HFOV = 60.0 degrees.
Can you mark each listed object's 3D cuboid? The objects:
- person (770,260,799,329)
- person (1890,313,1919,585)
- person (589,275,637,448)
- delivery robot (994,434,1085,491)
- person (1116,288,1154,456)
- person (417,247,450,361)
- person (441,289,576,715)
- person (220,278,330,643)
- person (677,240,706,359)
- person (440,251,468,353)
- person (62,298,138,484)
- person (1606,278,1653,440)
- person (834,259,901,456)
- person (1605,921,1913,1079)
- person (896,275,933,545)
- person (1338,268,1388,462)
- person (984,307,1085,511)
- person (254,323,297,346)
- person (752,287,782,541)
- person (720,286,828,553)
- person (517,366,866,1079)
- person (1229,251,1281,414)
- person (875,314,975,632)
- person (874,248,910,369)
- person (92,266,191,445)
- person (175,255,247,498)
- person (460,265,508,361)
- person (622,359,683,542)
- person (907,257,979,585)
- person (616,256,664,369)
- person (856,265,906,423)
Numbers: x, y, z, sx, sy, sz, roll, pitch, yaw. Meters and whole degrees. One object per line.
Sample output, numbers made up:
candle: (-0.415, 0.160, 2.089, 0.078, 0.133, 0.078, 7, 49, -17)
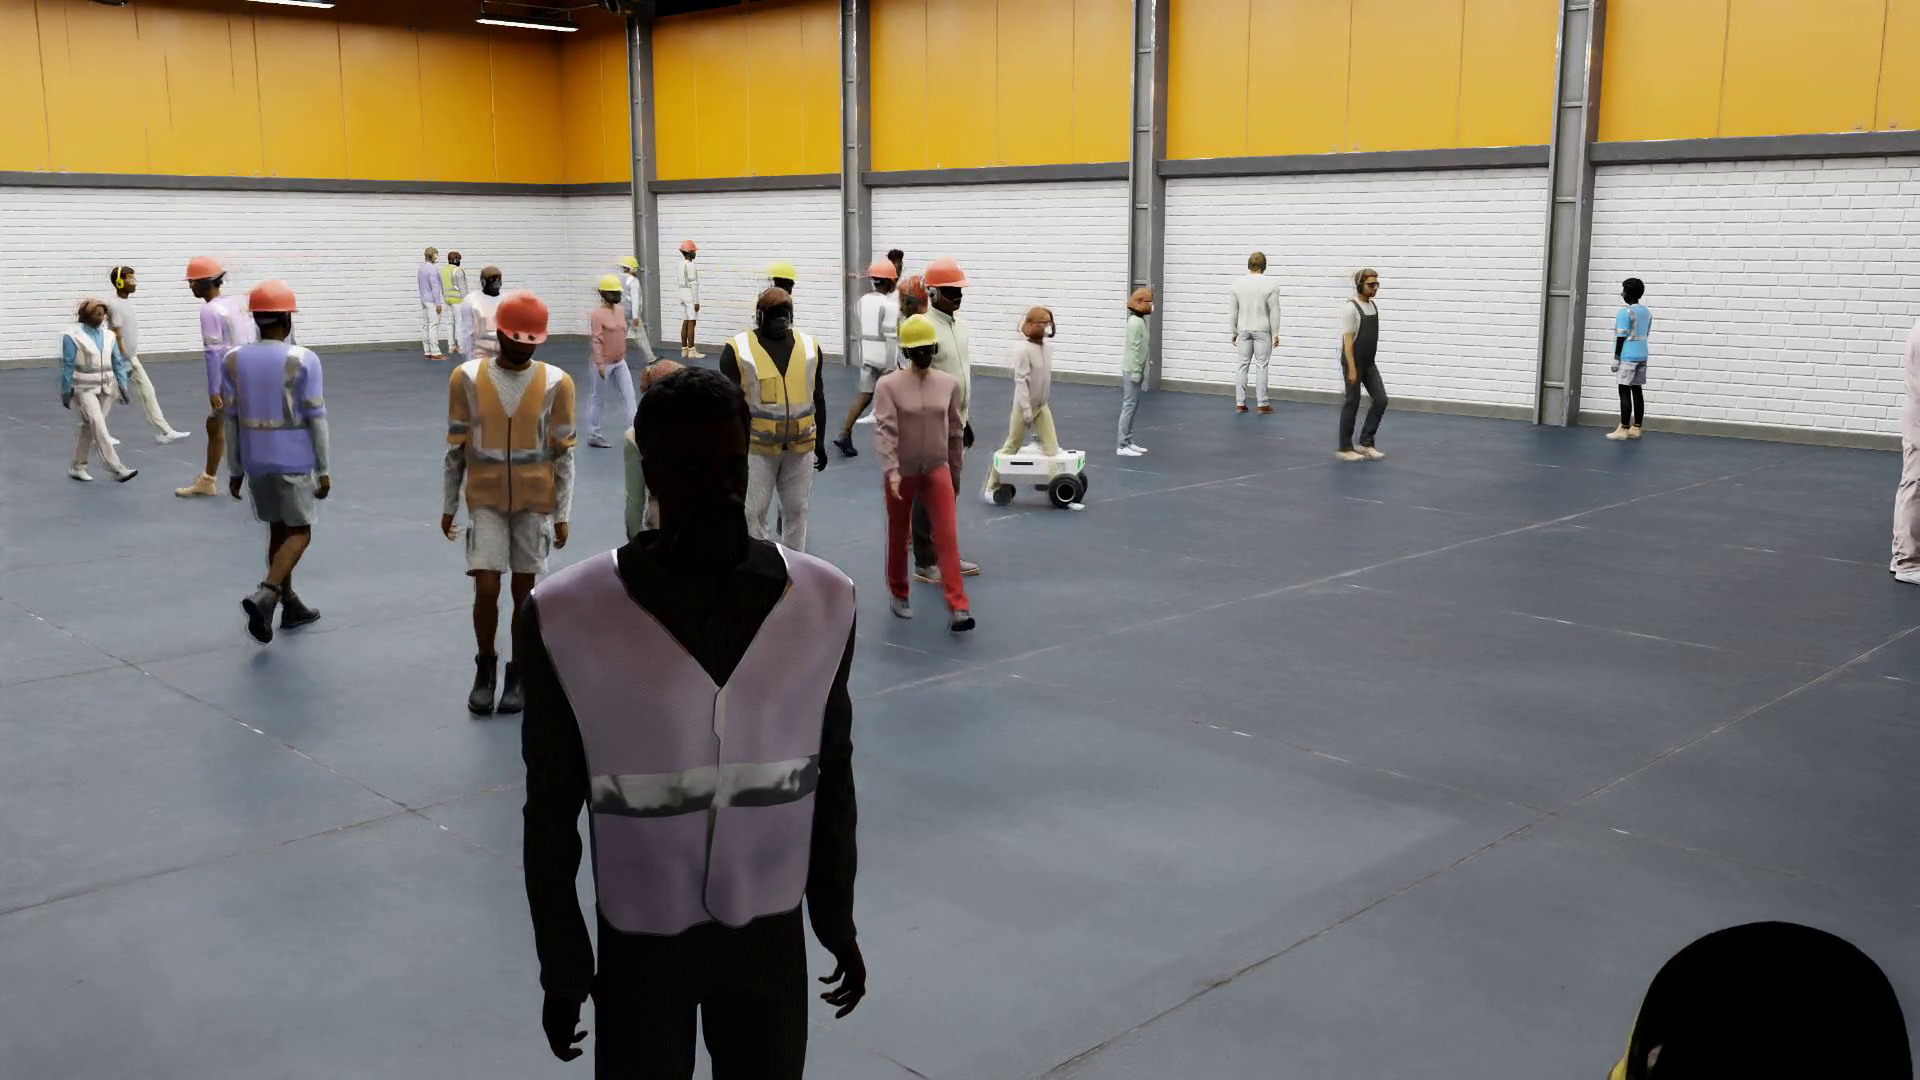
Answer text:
person: (-1.918, -1.900, 16.932, 0.906, 1.889, 0.584, 2, 11, 9)
person: (5.982, -0.675, 10.209, 0.407, 1.902, 0.639, 5, 12, 26)
person: (-3.394, -1.759, 16.548, 0.861, 1.726, 0.552, 6, 12, 29)
delivery robot: (0.629, -0.597, 13.198, 0.707, 0.478, 0.477, 1, 10, 8)
person: (1.712, -1.627, 16.176, 0.322, 1.623, 0.509, 2, 11, 13)
person: (-9.027, -4.031, 28.422, 0.370, 1.934, 0.627, -8, 13, -39)
person: (-1.993, -0.150, 7.369, 0.605, 1.896, 0.483, -3, 11, -14)
person: (-3.621, -0.408, 8.750, 0.550, 1.916, 0.805, 1, 10, 7)
person: (-4.671, -4.162, 28.822, 0.366, 2.048, 0.607, -7, 12, -32)
person: (-9.129, -4.301, 30.154, 0.625, 1.841, 0.429, 8, 13, 36)
person: (-7.420, -1.274, 14.308, 0.893, 1.583, 0.522, 4, 11, 20)
person: (7.014, -1.889, 17.402, 0.529, 1.691, 0.318, -8, 13, -38)
person: (-0.812, -1.757, 16.097, 0.542, 1.909, 0.926, 9, 14, 42)
person: (0.478, 1.074, 1.111, 0.485, 1.740, 0.303, 0, 10, -2)
person: (-0.243, -0.858, 11.312, 0.532, 1.856, 0.605, 6, 12, 31)
person: (3.813, -1.628, 15.603, 0.534, 1.823, 0.568, -9, 14, -41)
person: (0.544, -1.030, 13.006, 0.865, 1.585, 0.516, 7, 13, 35)
person: (-6.658, -1.631, 16.272, 0.841, 1.589, 0.512, 3, 11, 14)
person: (-1.277, -0.836, 11.399, 0.610, 1.797, 0.831, 0, 10, -2)
person: (-1.061, -0.538, 9.628, 0.636, 1.840, 0.429, -5, 11, -23)
person: (-0.444, 0.661, 2.865, 0.592, 1.922, 0.392, -5, 12, -27)
person: (3.536, -2.479, 19.936, 0.635, 1.939, 0.362, 6, 12, 29)
person: (-0.199, -0.356, 8.978, 0.533, 1.709, 0.942, -4, 11, -20)
person: (-0.871, -2.910, 22.234, 0.601, 1.953, 0.418, -5, 11, -25)
person: (-8.457, -1.864, 16.921, 1.005, 1.813, 0.543, -1, 10, -4)
person: (-5.842, -1.304, 13.455, 1.047, 1.985, 0.623, -2, 11, -9)
person: (-4.809, -1.899, 17.078, 0.625, 1.830, 0.619, -8, 13, -36)
person: (-1.189, 0.014, 7.266, 0.528, 1.598, 0.781, -3, 11, -15)
person: (-0.105, -0.734, 10.274, 0.380, 1.994, 0.618, 6, 12, 28)
person: (-5.173, -3.602, 26.460, 0.625, 1.785, 0.901, 10, 14, 42)
person: (-0.633, -2.205, 18.817, 1.006, 1.813, 0.530, -1, 10, -8)
